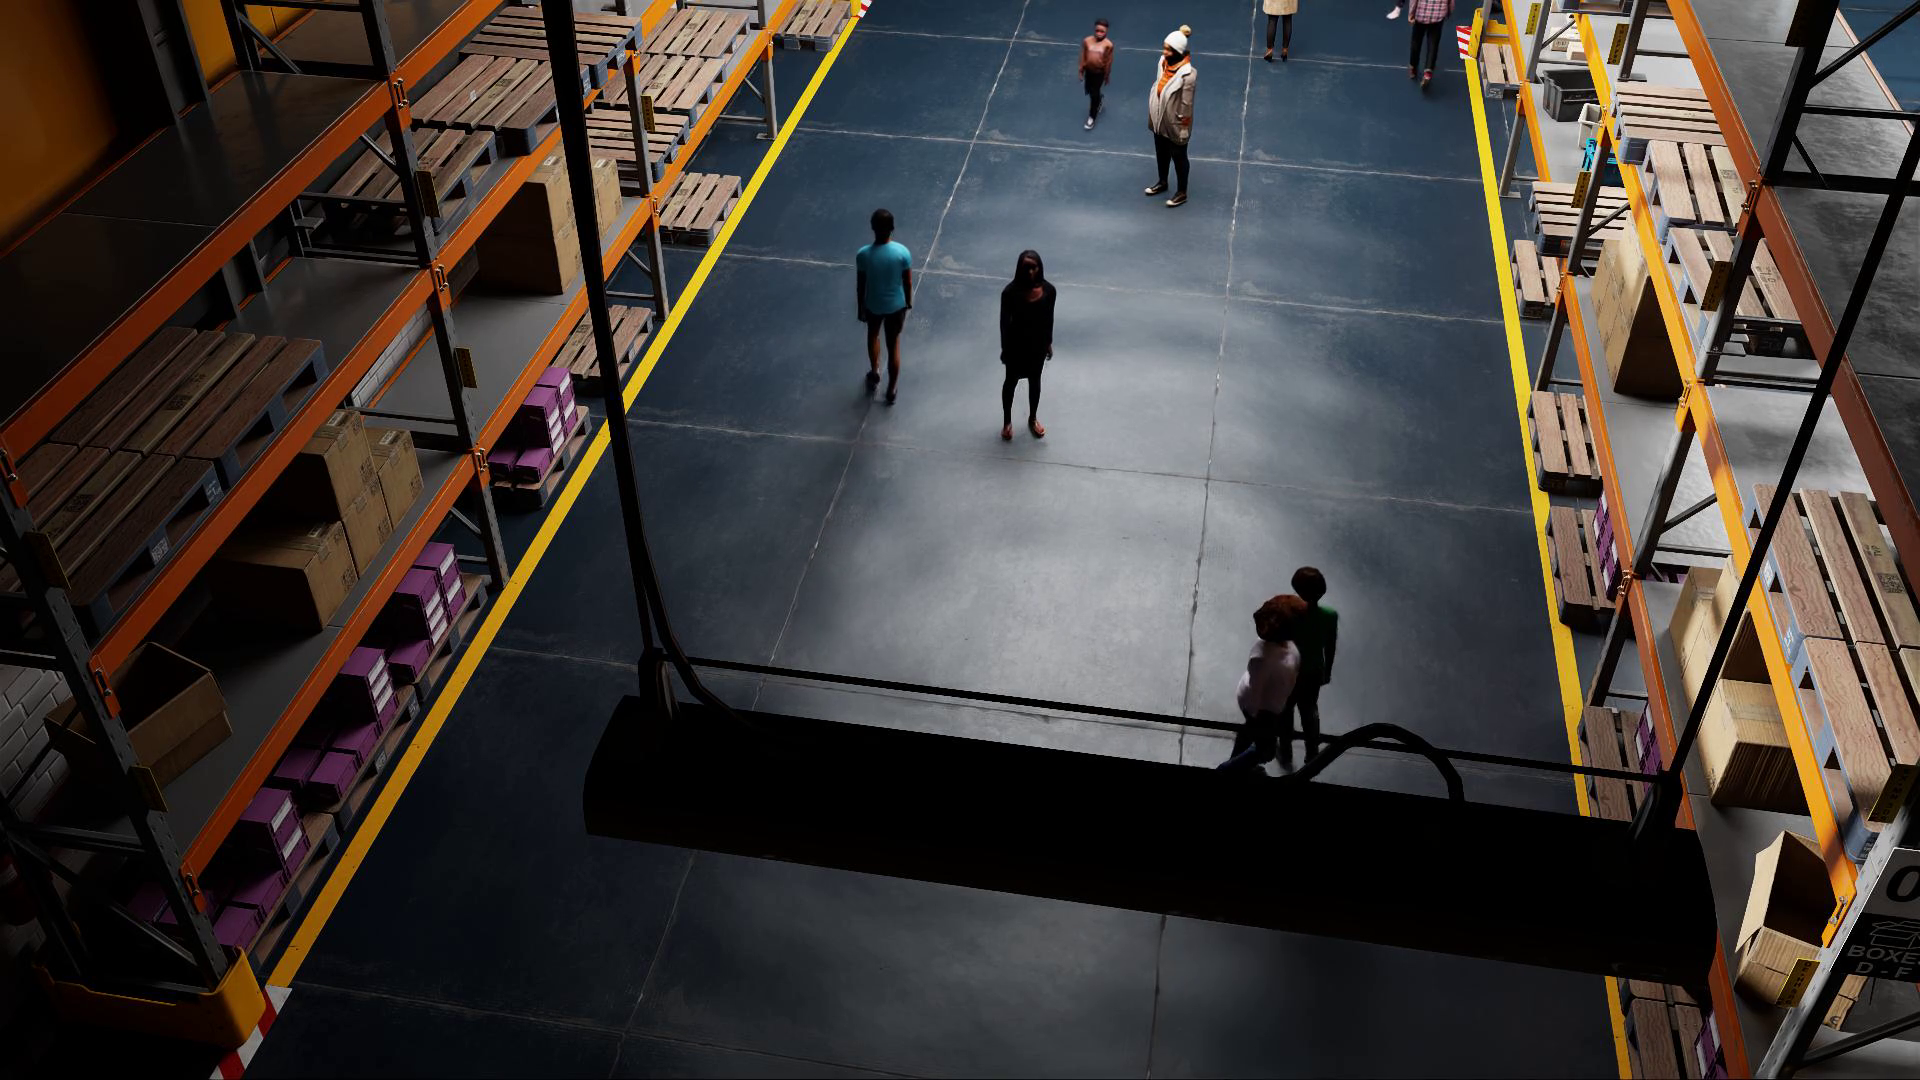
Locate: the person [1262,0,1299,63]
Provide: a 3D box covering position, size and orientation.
[{"bbox_3d":[3.908,-6.641,20.170,0.697,1.681,0.611,-2,39,-3],"label":"person"}]

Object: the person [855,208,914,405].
[{"bbox_3d":[-0.640,-1.949,14.235,0.704,1.757,0.789,0,39,0],"label":"person"}]

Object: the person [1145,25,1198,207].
[{"bbox_3d":[2.222,-4.409,17.208,0.873,1.890,0.813,-24,44,-27],"label":"person"}]

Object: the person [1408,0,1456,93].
[{"bbox_3d":[5.532,-6.169,19.532,0.729,1.741,1.053,9,40,11],"label":"person"}]

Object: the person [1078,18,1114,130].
[{"bbox_3d":[1.560,-5.343,18.899,0.645,1.239,0.870,16,41,19],"label":"person"}]

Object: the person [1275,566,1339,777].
[{"bbox_3d":[2.217,0.913,10.747,0.731,1.637,0.916,-5,39,-6],"label":"person"}]

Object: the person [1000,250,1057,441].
[{"bbox_3d":[0.553,-1.630,13.866,0.678,1.719,0.638,-7,39,-8],"label":"person"}]

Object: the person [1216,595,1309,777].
[{"bbox_3d":[1.832,0.997,10.598,0.873,1.691,0.685,12,40,15],"label":"person"}]
